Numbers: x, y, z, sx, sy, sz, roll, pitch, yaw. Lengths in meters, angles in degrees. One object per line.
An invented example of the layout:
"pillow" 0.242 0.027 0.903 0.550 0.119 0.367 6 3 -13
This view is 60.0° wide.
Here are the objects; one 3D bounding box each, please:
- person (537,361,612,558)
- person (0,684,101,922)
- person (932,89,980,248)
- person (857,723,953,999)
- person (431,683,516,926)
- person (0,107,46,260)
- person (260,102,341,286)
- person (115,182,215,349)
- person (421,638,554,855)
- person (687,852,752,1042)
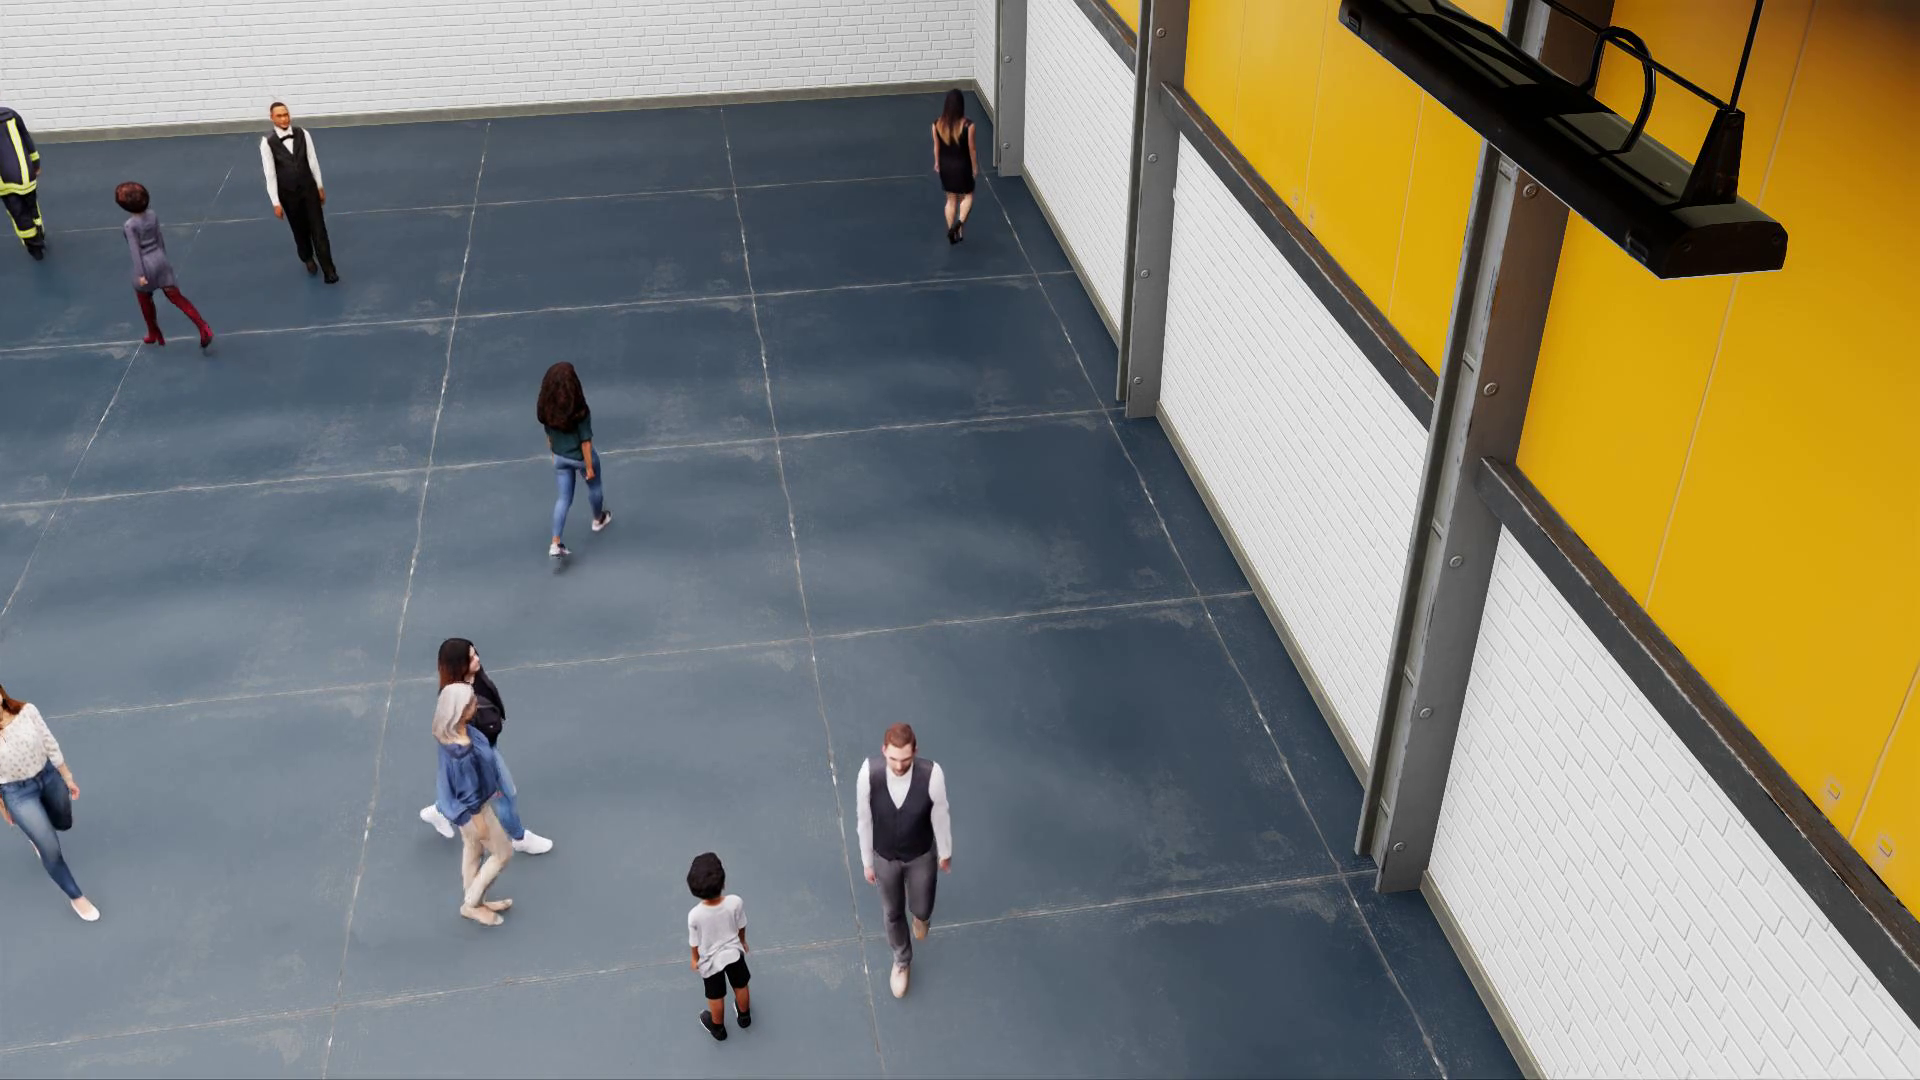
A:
"person" -3.043 -0.596 12.896 0.909 1.584 1.151 9 35 14
"person" -5.465 1.426 9.741 1.073 1.709 1.008 22 39 29
"person" -0.064 -3.932 17.807 0.802 1.703 0.831 10 35 15
"person" -0.320 1.646 9.227 0.787 1.911 0.938 3 34 4
"person" -2.899 1.559 9.564 0.763 1.684 0.662 -17 37 -24
"person" -10.019 -3.886 17.560 1.056 1.901 1.135 -24 40 -31
"person" -6.850 -3.595 17.146 1.015 1.874 1.328 -18 38 -25
"person" -7.566 -2.543 15.739 1.027 1.678 1.114 12 36 18
"person" -2.984 1.261 10.078 0.769 1.610 1.006 -2 34 -3
"person" -1.294 2.206 8.975 0.547 1.259 0.572 -16 37 -23
